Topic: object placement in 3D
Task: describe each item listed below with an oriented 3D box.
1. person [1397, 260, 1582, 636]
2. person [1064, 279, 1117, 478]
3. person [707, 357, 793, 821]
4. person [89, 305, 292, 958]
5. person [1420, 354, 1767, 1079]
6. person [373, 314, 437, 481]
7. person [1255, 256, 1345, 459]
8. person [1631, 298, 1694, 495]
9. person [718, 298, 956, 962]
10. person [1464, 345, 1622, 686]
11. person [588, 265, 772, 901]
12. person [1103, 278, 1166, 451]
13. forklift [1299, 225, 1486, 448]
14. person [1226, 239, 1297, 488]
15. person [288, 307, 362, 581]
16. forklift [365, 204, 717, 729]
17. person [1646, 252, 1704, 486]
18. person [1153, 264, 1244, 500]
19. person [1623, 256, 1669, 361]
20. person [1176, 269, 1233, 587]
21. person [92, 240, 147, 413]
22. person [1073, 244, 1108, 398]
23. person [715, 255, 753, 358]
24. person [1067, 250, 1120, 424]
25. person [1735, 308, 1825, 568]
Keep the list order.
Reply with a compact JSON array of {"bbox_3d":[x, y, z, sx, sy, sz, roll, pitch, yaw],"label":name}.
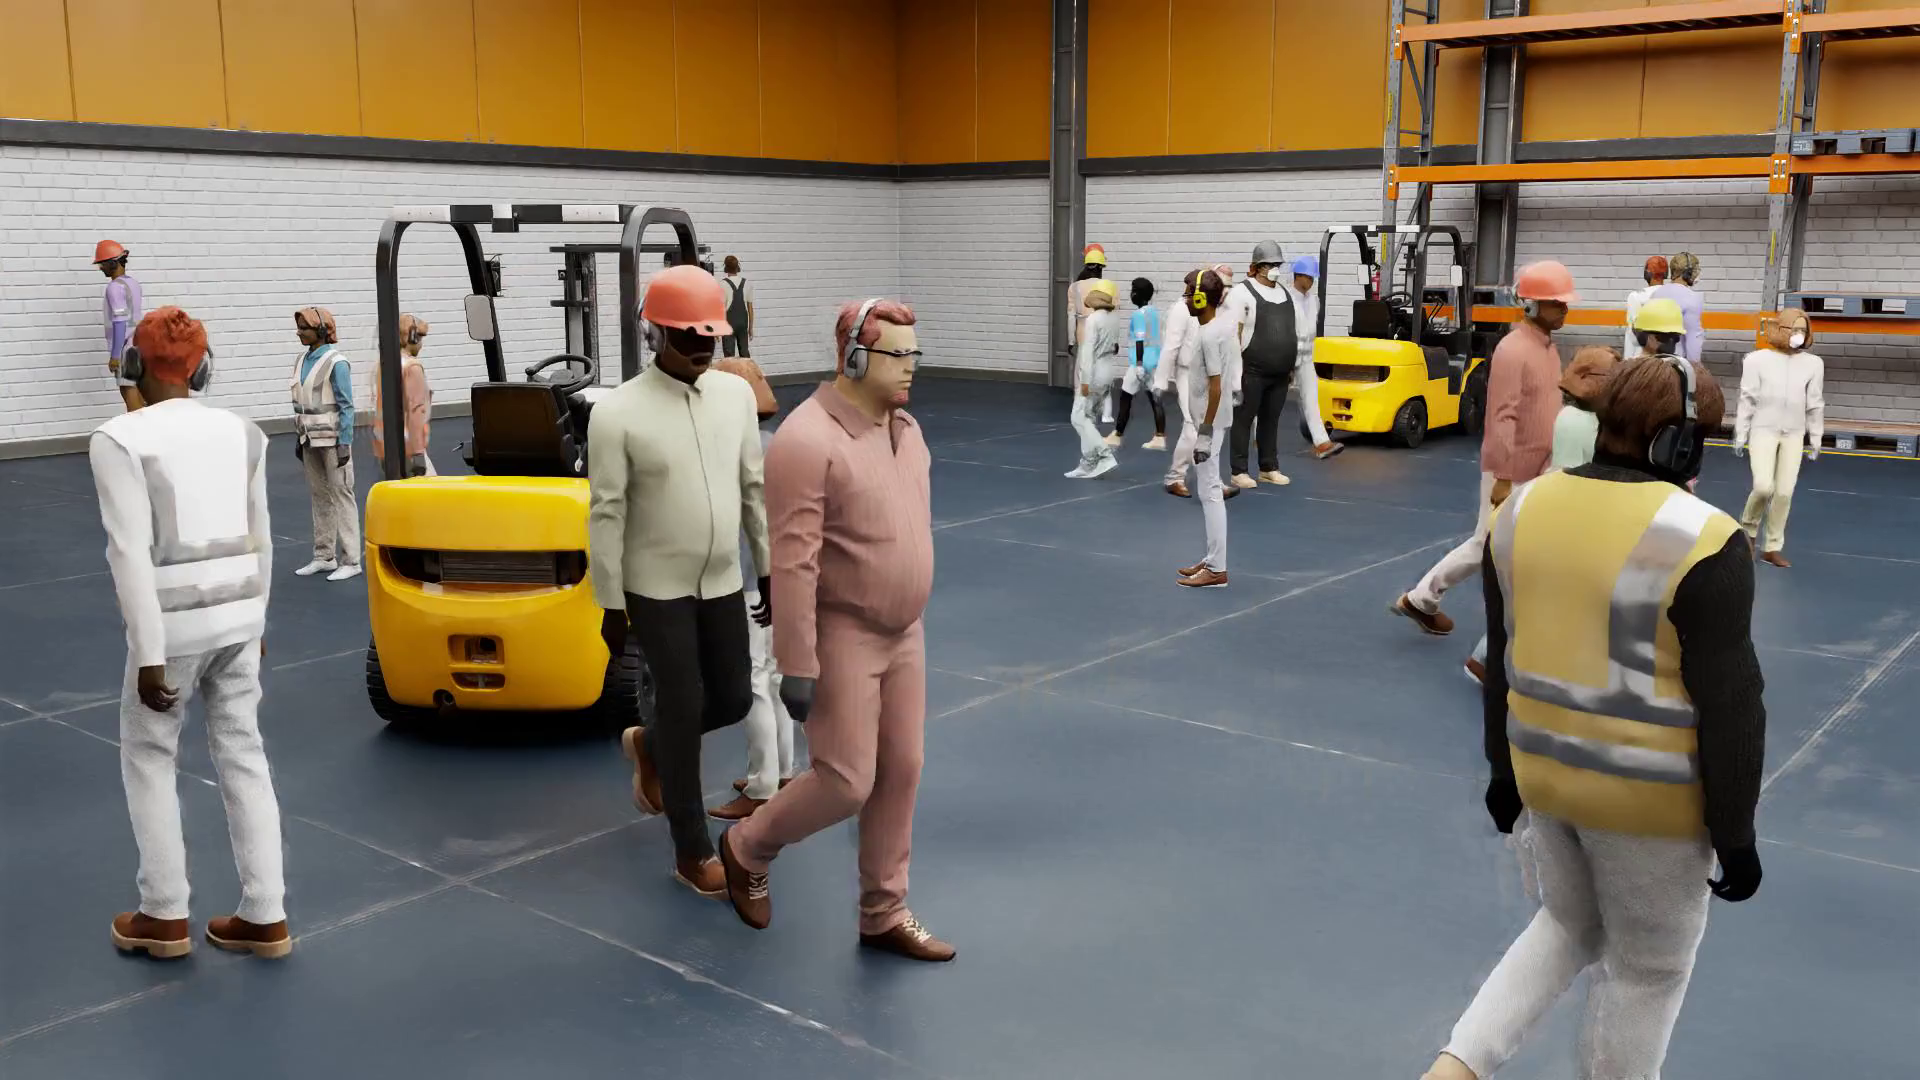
[{"bbox_3d":[2.618,-0.379,8.077,0.935,1.949,0.646,9,14,42],"label":"person"},{"bbox_3d":[1.120,-1.362,14.169,0.400,1.699,0.516,4,11,23],"label":"person"},{"bbox_3d":[-0.754,0.173,5.866,0.266,1.631,0.507,2,10,11],"label":"person"},{"bbox_3d":[-2.174,0.266,4.760,0.643,1.846,0.585,6,12,28],"label":"person"},{"bbox_3d":[1.316,0.524,3.442,0.539,1.815,0.630,-5,11,-25],"label":"person"},{"bbox_3d":[-3.137,-0.475,9.479,0.370,1.612,0.582,-8,13,-38],"label":"person"},{"bbox_3d":[3.153,-1.698,15.559,0.650,1.875,1.049,-6,12,-32],"label":"person"},{"bbox_3d":[3.387,-0.319,8.261,0.535,1.754,0.404,-5,11,-26],"label":"person"},{"bbox_3d":[-0.345,0.265,4.680,0.621,1.884,0.661,6,12,30],"label":"person"},{"bbox_3d":[2.658,-0.062,7.283,0.855,1.593,0.518,8,13,37],"label":"person"},{"bbox_3d":[-0.928,0.117,5.280,0.723,1.963,0.637,10,14,43],"label":"person"},{"bbox_3d":[1.685,-1.704,16.166,0.787,1.658,0.546,5,11,27],"label":"person"},{"bbox_3d":[4.449,-2.115,16.993,1.214,2.155,2.313,8,13,38],"label":"forklift"},{"bbox_3d":[2.533,-1.451,13.738,0.674,2.000,0.535,-7,12,-32],"label":"person"},{"bbox_3d":[-3.823,-0.577,10.007,0.522,1.640,0.306,7,13,36],"label":"person"},{"bbox_3d":[-1.766,-0.406,7.525,1.214,2.155,2.313,1,10,7],"label":"forklift"},{"bbox_3d":[5.948,-1.422,13.863,0.356,1.937,0.638,-3,11,-14],"label":"person"},{"bbox_3d":[1.916,-1.206,12.918,0.707,1.844,0.974,-7,12,-34],"label":"person"},{"bbox_3d":[6.566,-1.744,15.799,0.576,1.884,0.355,-1,10,-8],"label":"person"},{"bbox_3d":[1.447,-0.650,9.789,0.315,1.865,0.526,2,10,12],"label":"person"},{"bbox_3d":[-7.878,-1.790,15.636,0.383,2.036,0.605,-2,10,-11],"label":"person"},{"bbox_3d":[1.667,-2.769,21.248,0.396,1.983,0.651,-1,10,-8],"label":"person"},{"bbox_3d":[-2.859,-2.678,21.088,0.516,1.841,0.325,-6,12,-32],"label":"person"},{"bbox_3d":[1.485,-2.244,18.466,0.585,1.921,0.382,1,10,8],"label":"person"},{"bbox_3d":[5.097,-0.626,10.328,0.518,1.617,0.344,0,10,0],"label":"person"}]
